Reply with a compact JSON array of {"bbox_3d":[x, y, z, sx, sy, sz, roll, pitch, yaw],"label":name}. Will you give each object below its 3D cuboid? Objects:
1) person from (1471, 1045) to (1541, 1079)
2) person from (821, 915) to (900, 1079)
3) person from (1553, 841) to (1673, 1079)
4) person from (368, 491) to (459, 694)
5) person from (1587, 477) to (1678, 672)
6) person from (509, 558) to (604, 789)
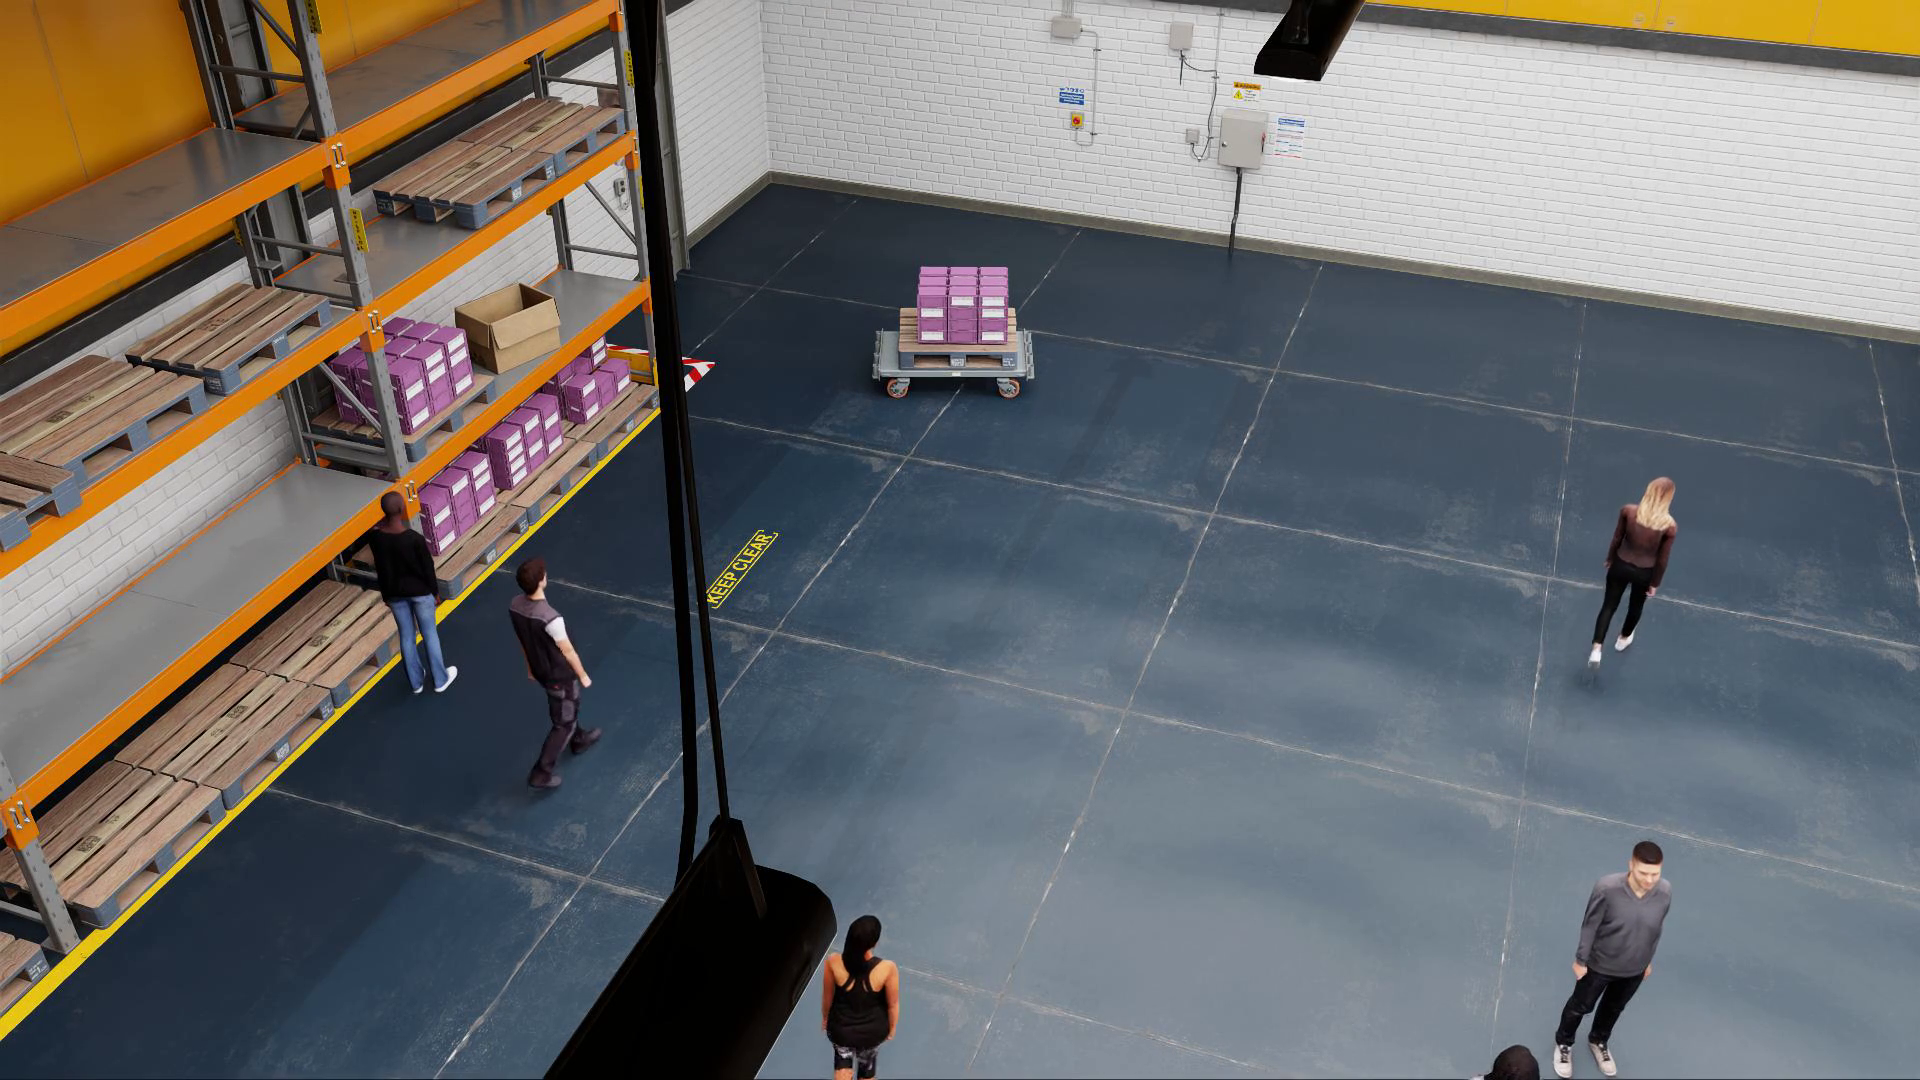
[{"bbox_3d":[2.699,3.236,8.557,0.819,1.591,0.988,27,42,34],"label":"person"},{"bbox_3d":[-0.566,2.742,9.243,0.736,1.655,0.863,0,34,0],"label":"person"},{"bbox_3d":[3.799,2.417,9.636,0.686,1.760,0.649,-1,34,-1],"label":"person"},{"bbox_3d":[-4.198,0.405,12.676,0.665,1.747,0.651,0,34,1],"label":"person"},{"bbox_3d":[5.193,0.283,12.919,0.786,1.680,1.111,21,39,28],"label":"person"},{"bbox_3d":[-2.914,0.972,11.751,0.892,1.827,1.123,25,41,32],"label":"person"}]
